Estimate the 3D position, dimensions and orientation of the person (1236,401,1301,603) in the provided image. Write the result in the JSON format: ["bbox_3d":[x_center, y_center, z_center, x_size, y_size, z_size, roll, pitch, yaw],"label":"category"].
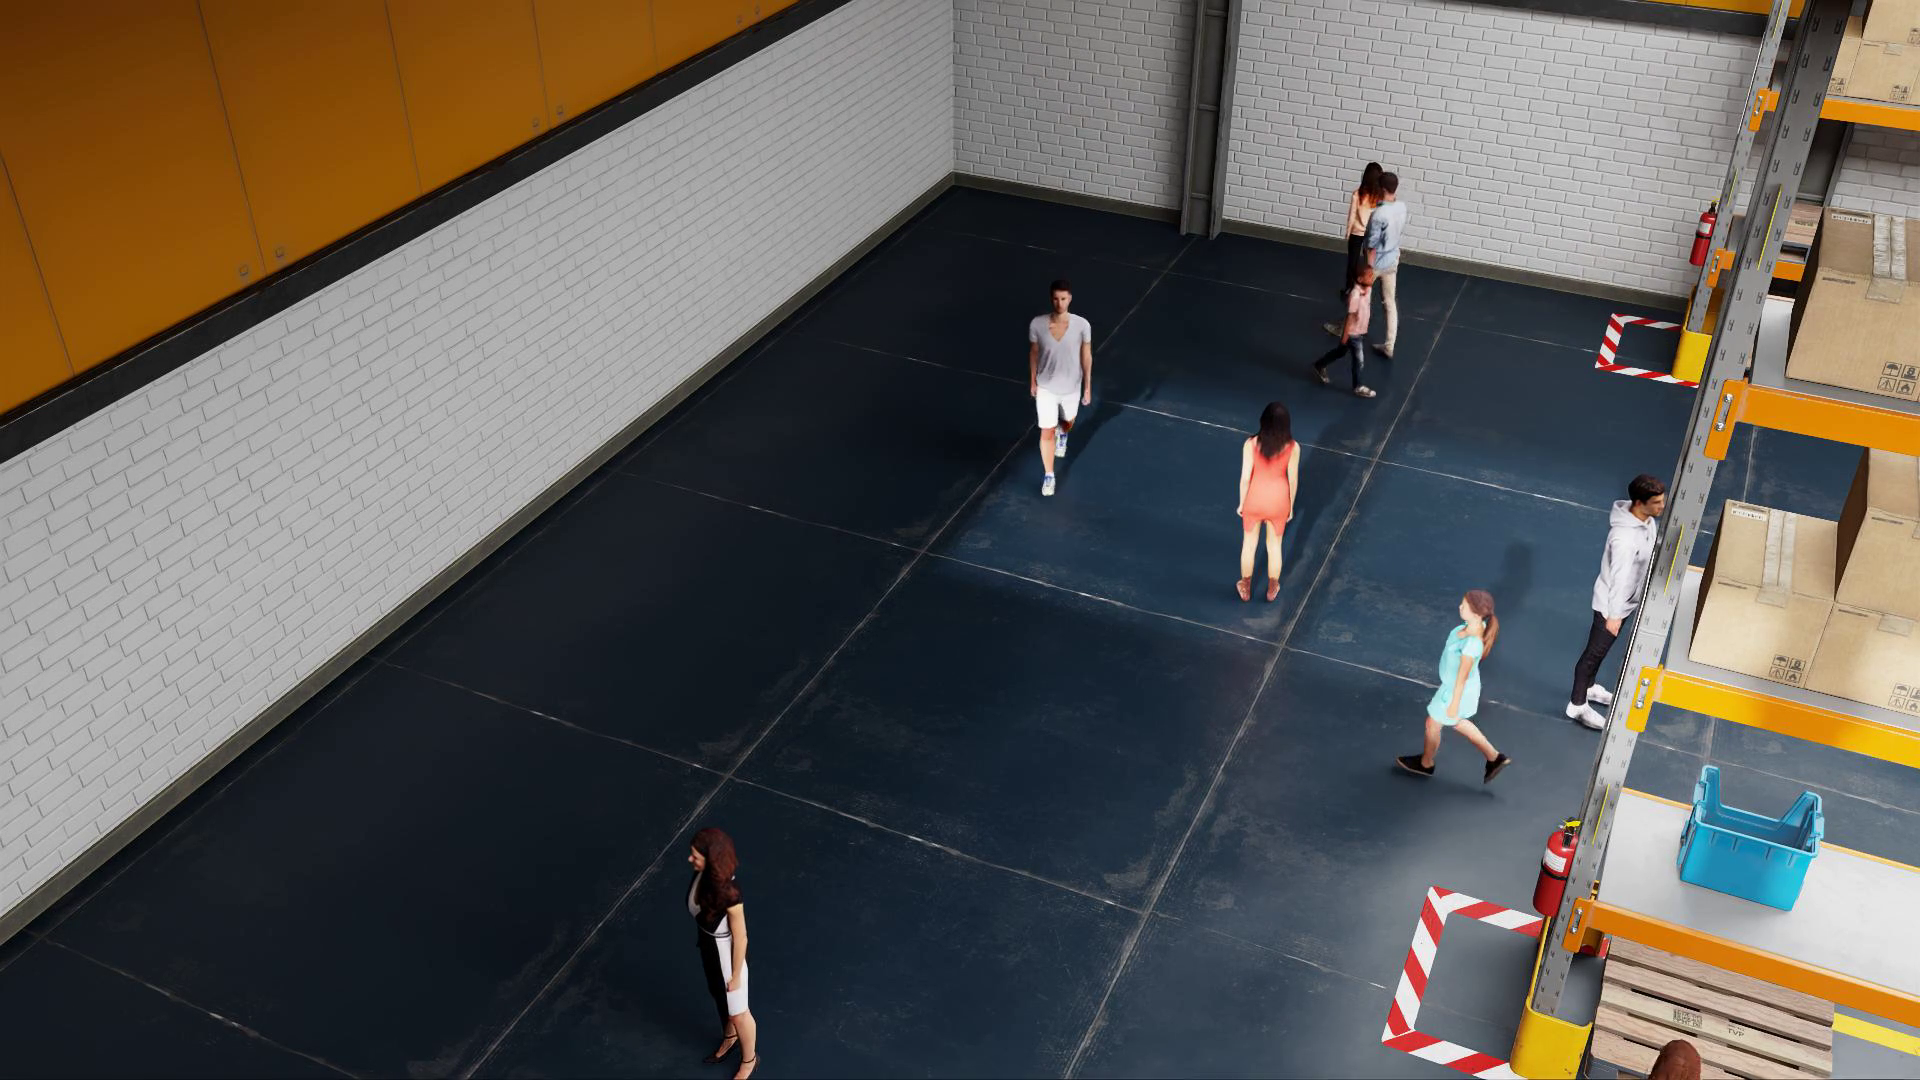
[{"bbox_3d":[2.306,-0.278,12.527,0.566,1.718,0.702,4,34,6],"label":"person"}]

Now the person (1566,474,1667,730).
[{"bbox_3d":[4.467,0.387,11.336,0.633,1.930,0.712,19,38,27],"label":"person"}]

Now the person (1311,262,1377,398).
[{"bbox_3d":[3.600,-1.988,15.484,0.913,1.294,0.564,17,37,24],"label":"person"}]

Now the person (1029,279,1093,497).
[{"bbox_3d":[0.853,-1.370,14.081,1.233,1.818,1.049,2,34,2],"label":"person"}]

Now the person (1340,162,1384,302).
[{"bbox_3d":[4.153,-3.162,17.078,0.599,1.484,0.697,-4,34,-6],"label":"person"}]

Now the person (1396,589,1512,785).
[{"bbox_3d":[3.303,0.982,10.790,0.935,1.543,0.569,16,37,22],"label":"person"}]

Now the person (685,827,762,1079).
[{"bbox_3d":[-1.243,2.189,8.747,0.706,1.796,0.593,-20,38,-27],"label":"person"}]

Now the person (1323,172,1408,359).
[{"bbox_3d":[4.095,-2.593,15.922,0.975,1.816,1.149,-22,39,-29],"label":"person"}]
